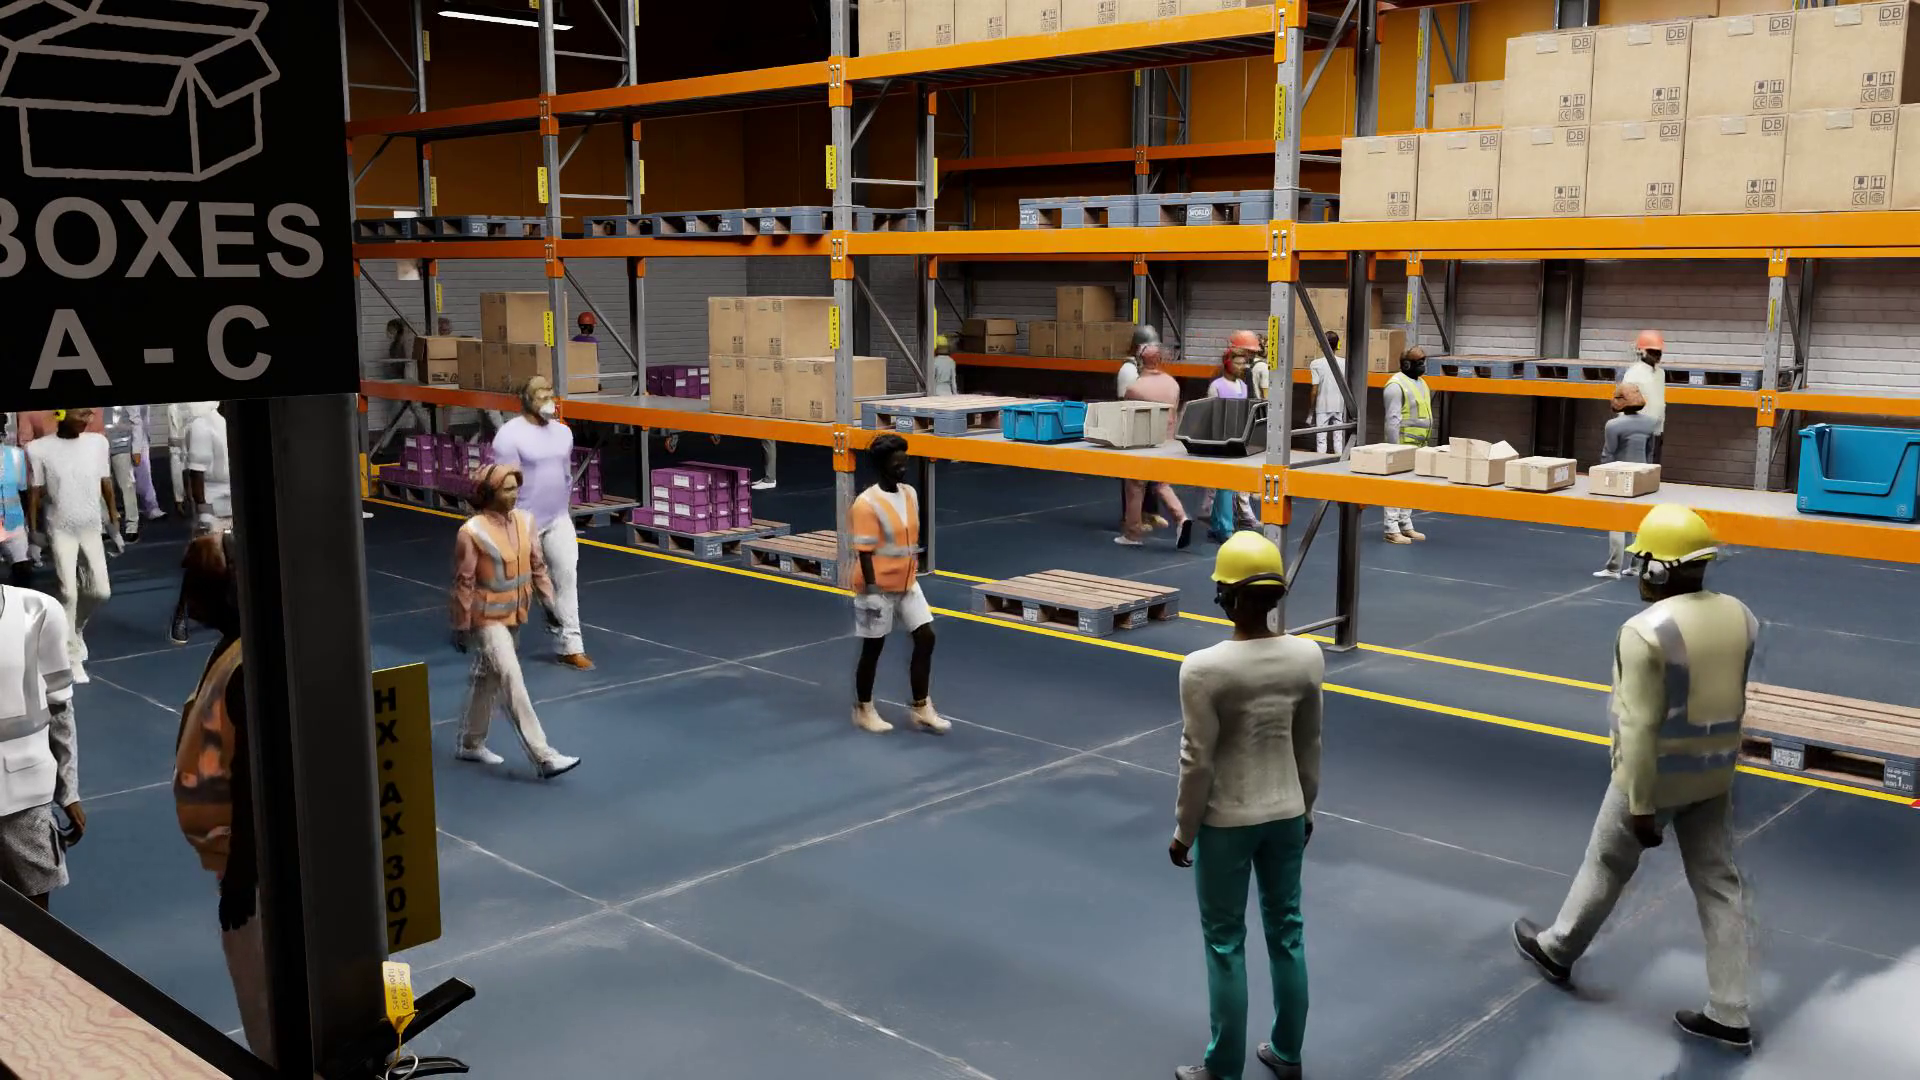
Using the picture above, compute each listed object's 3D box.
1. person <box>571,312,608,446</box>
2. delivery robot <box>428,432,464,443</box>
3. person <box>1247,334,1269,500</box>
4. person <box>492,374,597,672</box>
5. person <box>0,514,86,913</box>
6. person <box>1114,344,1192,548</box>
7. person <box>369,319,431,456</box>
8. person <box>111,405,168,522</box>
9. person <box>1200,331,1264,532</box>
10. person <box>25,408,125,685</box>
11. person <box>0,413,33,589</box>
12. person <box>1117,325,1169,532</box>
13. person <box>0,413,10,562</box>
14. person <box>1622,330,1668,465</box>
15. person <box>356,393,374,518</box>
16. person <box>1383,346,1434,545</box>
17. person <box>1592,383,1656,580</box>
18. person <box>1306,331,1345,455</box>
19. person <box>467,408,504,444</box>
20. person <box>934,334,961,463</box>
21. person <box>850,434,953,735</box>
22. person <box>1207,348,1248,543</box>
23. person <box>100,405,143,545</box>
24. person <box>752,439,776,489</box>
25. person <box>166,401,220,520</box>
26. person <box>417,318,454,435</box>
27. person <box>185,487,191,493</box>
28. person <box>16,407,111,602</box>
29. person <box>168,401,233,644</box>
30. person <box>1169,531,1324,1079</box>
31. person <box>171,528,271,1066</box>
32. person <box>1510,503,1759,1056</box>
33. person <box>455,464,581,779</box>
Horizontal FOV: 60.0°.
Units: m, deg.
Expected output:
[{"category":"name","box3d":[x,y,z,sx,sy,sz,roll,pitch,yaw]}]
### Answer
[{"category":"person","box3d":[-5.396,-2.331,24.113,0.543,1.939,0.360,7,11,36]},{"category":"delivery robot","box3d":[-6.638,-1.199,21.119,0.477,0.478,0.707,4,10,23]},{"category":"person","box3d":[3.305,-1.367,18.496,0.342,1.846,0.508,-4,10,-24]},{"category":"person","box3d":[-2.759,-0.126,10.734,0.970,1.909,0.635,7,12,37]},{"category":"person","box3d":[-2.951,0.782,5.029,0.552,1.937,0.359,-7,12,-36]},{"category":"person","box3d":[1.758,-0.846,15.181,0.650,1.885,0.795,-6,11,-34]},{"category":"person","box3d":[-7.649,-2.076,22.746,1.054,1.875,0.643,-8,12,-42]},{"category":"person","box3d":[-8.466,-1.098,16.822,1.012,1.848,0.668,7,12,36]},{"category":"person","box3d":[2.750,-1.059,16.299,0.915,1.947,0.607,5,10,26]},{"category":"person","box3d":[-5.564,-0.047,10.411,0.564,1.846,0.584,8,12,40]},{"category":"person","box3d":[-6.339,-0.051,10.970,0.697,1.651,0.547,6,11,33]},{"category":"person","box3d":[1.826,-1.087,16.177,0.593,2.000,0.715,5,10,27]},{"category":"person","box3d":[-8.476,-0.725,14.464,0.424,1.873,0.599,-1,9,-5]},{"category":"person","box3d":[6.668,-1.085,16.372,0.624,1.971,0.720,-7,12,-37]},{"category":"person","box3d":[-6.353,-1.168,17.063,0.589,1.915,0.399,9,13,44]},{"category":"person","box3d":[4.191,-0.885,15.548,0.429,1.841,0.633,8,12,40]},{"category":"person","box3d":[5.488,-0.479,13.719,0.501,1.628,0.277,-3,10,-18]},{"category":"person","box3d":[4.174,-1.430,18.836,0.509,1.861,0.329,-2,9,-10]},{"category":"person","box3d":[-5.979,-1.656,21.011,0.811,1.596,0.580,-2,10,-13]},{"category":"person","box3d":[-0.232,-1.875,22.052,0.883,1.701,0.500,8,12,39]},{"category":"person","box3d":[-0.312,0.261,9.032,0.671,1.667,0.549,7,11,36]},{"category":"person","box3d":[2.526,-0.866,15.531,0.620,1.833,0.591,7,12,37]},{"category":"person","box3d":[-7.877,-0.854,15.386,0.599,1.830,0.403,0,9,2]},{"category":"person","box3d":[-2.297,-1.551,19.372,0.368,1.927,0.587,0,9,-1]},{"category":"person","box3d":[-5.255,-0.376,11.822,0.649,2.034,0.564,-6,11,-31]},{"category":"person","box3d":[-7.639,-2.311,24.304,0.664,1.853,0.713,-6,11,-31]},{"category":"person","box3d":[-8.607,-1.427,18.871,0.630,1.843,0.429,7,12,36]},{"category":"person","box3d":[-6.975,-0.502,12.956,0.651,1.941,1.017,-5,11,-28]},{"category":"person","box3d":[-5.139,-0.249,11.413,0.711,1.932,0.625,3,10,18]},{"category":"person","box3d":[0.875,0.850,5.141,0.533,1.767,0.325,-5,10,-26]},{"category":"person","box3d":[-2.006,0.877,4.763,0.429,1.836,0.648,-5,10,-27]},{"category":"person","box3d":[2.354,0.758,5.638,0.597,1.780,0.931,-4,10,-23]},{"category":"person","box3d":[-2.249,0.411,8.381,0.887,1.586,0.516,4,10,23]}]
